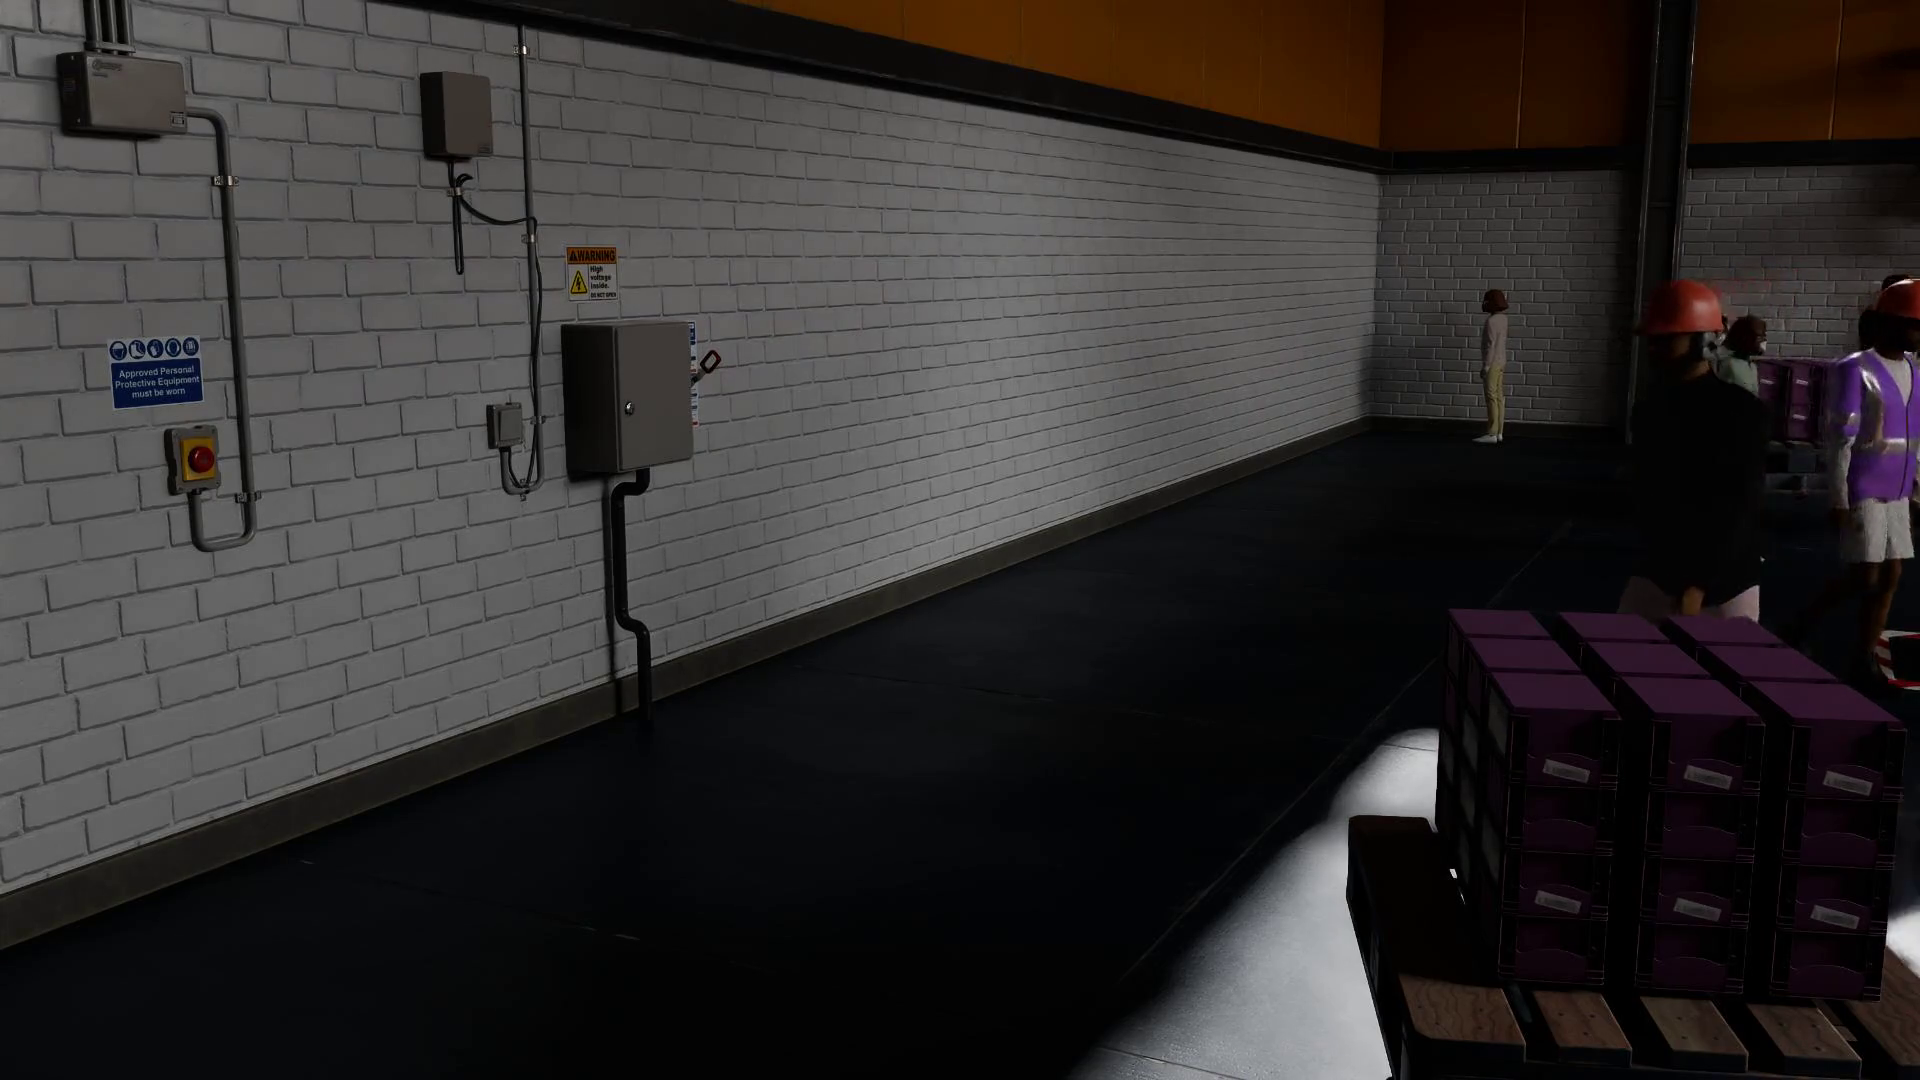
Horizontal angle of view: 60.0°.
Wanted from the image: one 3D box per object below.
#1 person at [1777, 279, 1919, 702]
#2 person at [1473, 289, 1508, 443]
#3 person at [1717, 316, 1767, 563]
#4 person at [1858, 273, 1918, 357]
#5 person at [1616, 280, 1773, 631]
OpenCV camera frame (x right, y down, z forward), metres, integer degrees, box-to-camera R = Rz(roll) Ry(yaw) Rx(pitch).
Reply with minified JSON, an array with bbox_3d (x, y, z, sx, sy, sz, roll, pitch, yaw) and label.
[{"bbox_3d":[4.143,-0.229,7.590,0.549,1.911,0.517,-4,11,-23],"label":"person"},{"bbox_3d":[5.691,-1.855,17.792,0.265,1.632,0.508,7,12,35],"label":"person"},{"bbox_3d":[5.009,-0.661,10.917,0.514,1.613,0.544,-10,14,-44],"label":"person"},{"bbox_3d":[8.218,-1.431,14.736,0.628,1.842,0.429,-5,11,-29],"label":"person"},{"bbox_3d":[2.415,0.117,5.531,1.060,1.937,0.610,-4,11,-23],"label":"person"}]
